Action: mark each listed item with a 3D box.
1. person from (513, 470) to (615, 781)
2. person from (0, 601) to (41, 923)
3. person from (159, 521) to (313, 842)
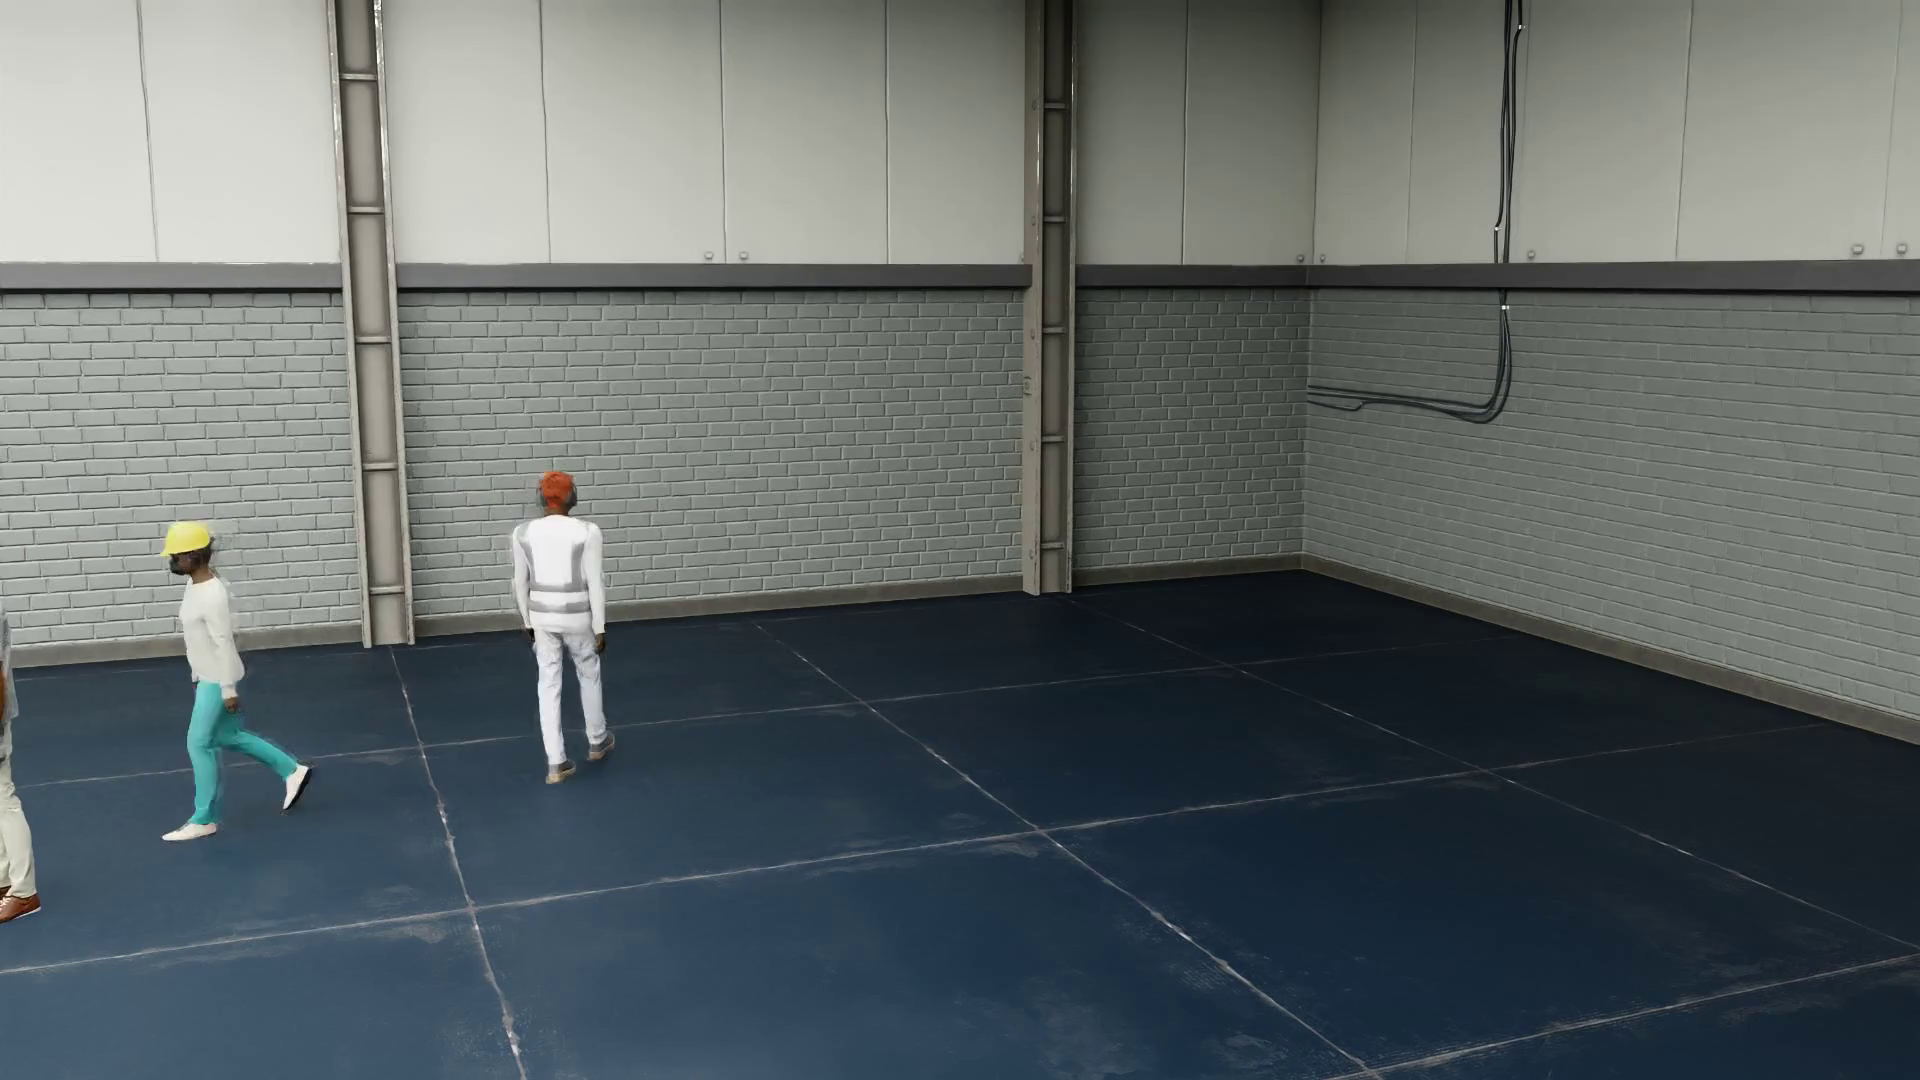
[{"bbox_3d":[-2.411,0.490,10.217,0.592,1.850,0.878,1,9,5],"label":"person"},{"bbox_3d":[-4.605,0.873,7.810,0.509,1.861,0.312,7,12,38],"label":"person"},{"bbox_3d":[-3.982,0.734,9.081,0.738,1.732,0.545,-6,11,-32],"label":"person"}]
